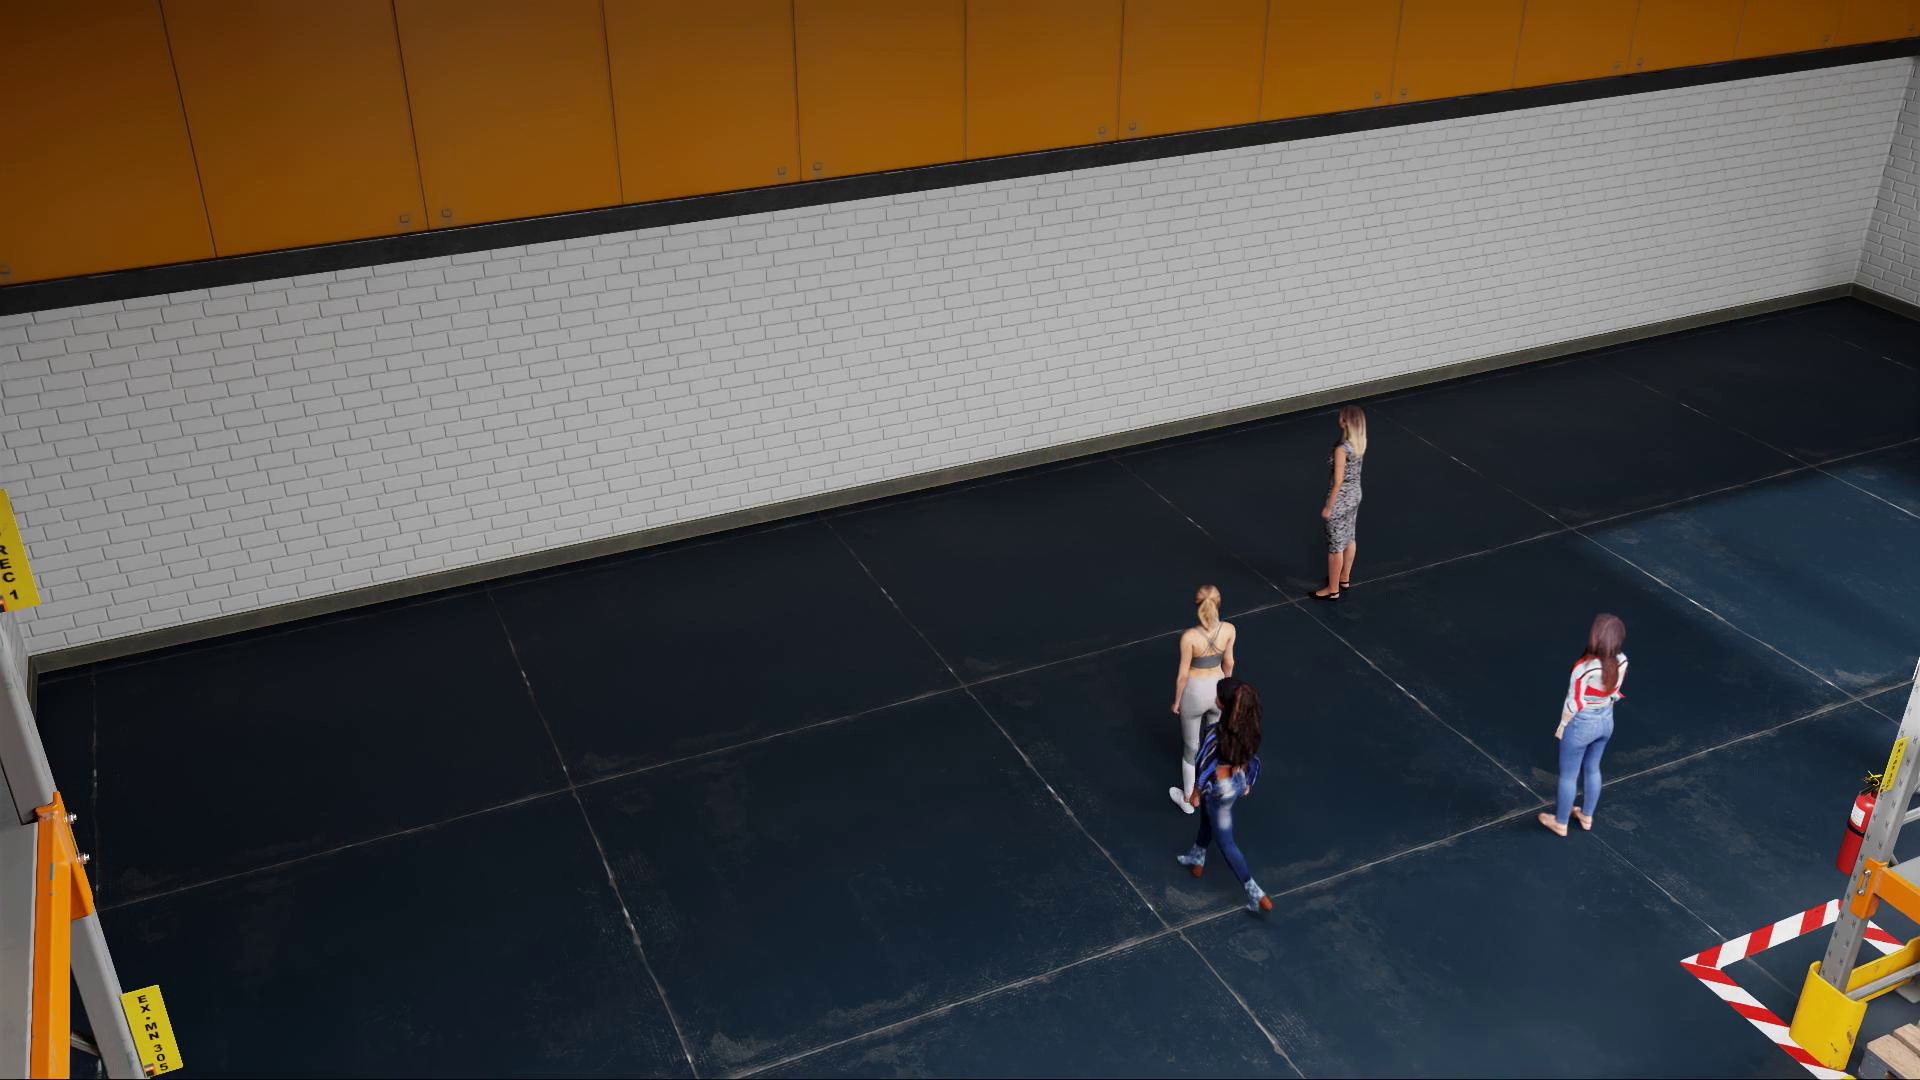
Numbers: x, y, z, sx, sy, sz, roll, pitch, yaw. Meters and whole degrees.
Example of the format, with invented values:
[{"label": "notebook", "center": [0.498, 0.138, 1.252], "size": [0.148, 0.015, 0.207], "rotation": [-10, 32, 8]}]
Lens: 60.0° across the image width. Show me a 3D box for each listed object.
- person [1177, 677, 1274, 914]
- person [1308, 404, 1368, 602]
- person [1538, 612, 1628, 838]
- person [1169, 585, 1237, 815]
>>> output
[{"label": "person", "center": [1.655, 1.567, 10.137], "size": [0.825, 1.591, 1.105], "rotation": [-25, 37, -37]}, {"label": "person", "center": [3.106, -0.306, 13.451], "size": [0.625, 1.705, 0.634], "rotation": [23, 36, 35]}, {"label": "person", "center": [4.086, 1.198, 10.794], "size": [0.583, 1.610, 0.492], "rotation": [-12, 31, -21]}, {"label": "person", "center": [1.611, 1.047, 10.970], "size": [0.597, 1.707, 0.562], "rotation": [-7, 29, -13]}]
